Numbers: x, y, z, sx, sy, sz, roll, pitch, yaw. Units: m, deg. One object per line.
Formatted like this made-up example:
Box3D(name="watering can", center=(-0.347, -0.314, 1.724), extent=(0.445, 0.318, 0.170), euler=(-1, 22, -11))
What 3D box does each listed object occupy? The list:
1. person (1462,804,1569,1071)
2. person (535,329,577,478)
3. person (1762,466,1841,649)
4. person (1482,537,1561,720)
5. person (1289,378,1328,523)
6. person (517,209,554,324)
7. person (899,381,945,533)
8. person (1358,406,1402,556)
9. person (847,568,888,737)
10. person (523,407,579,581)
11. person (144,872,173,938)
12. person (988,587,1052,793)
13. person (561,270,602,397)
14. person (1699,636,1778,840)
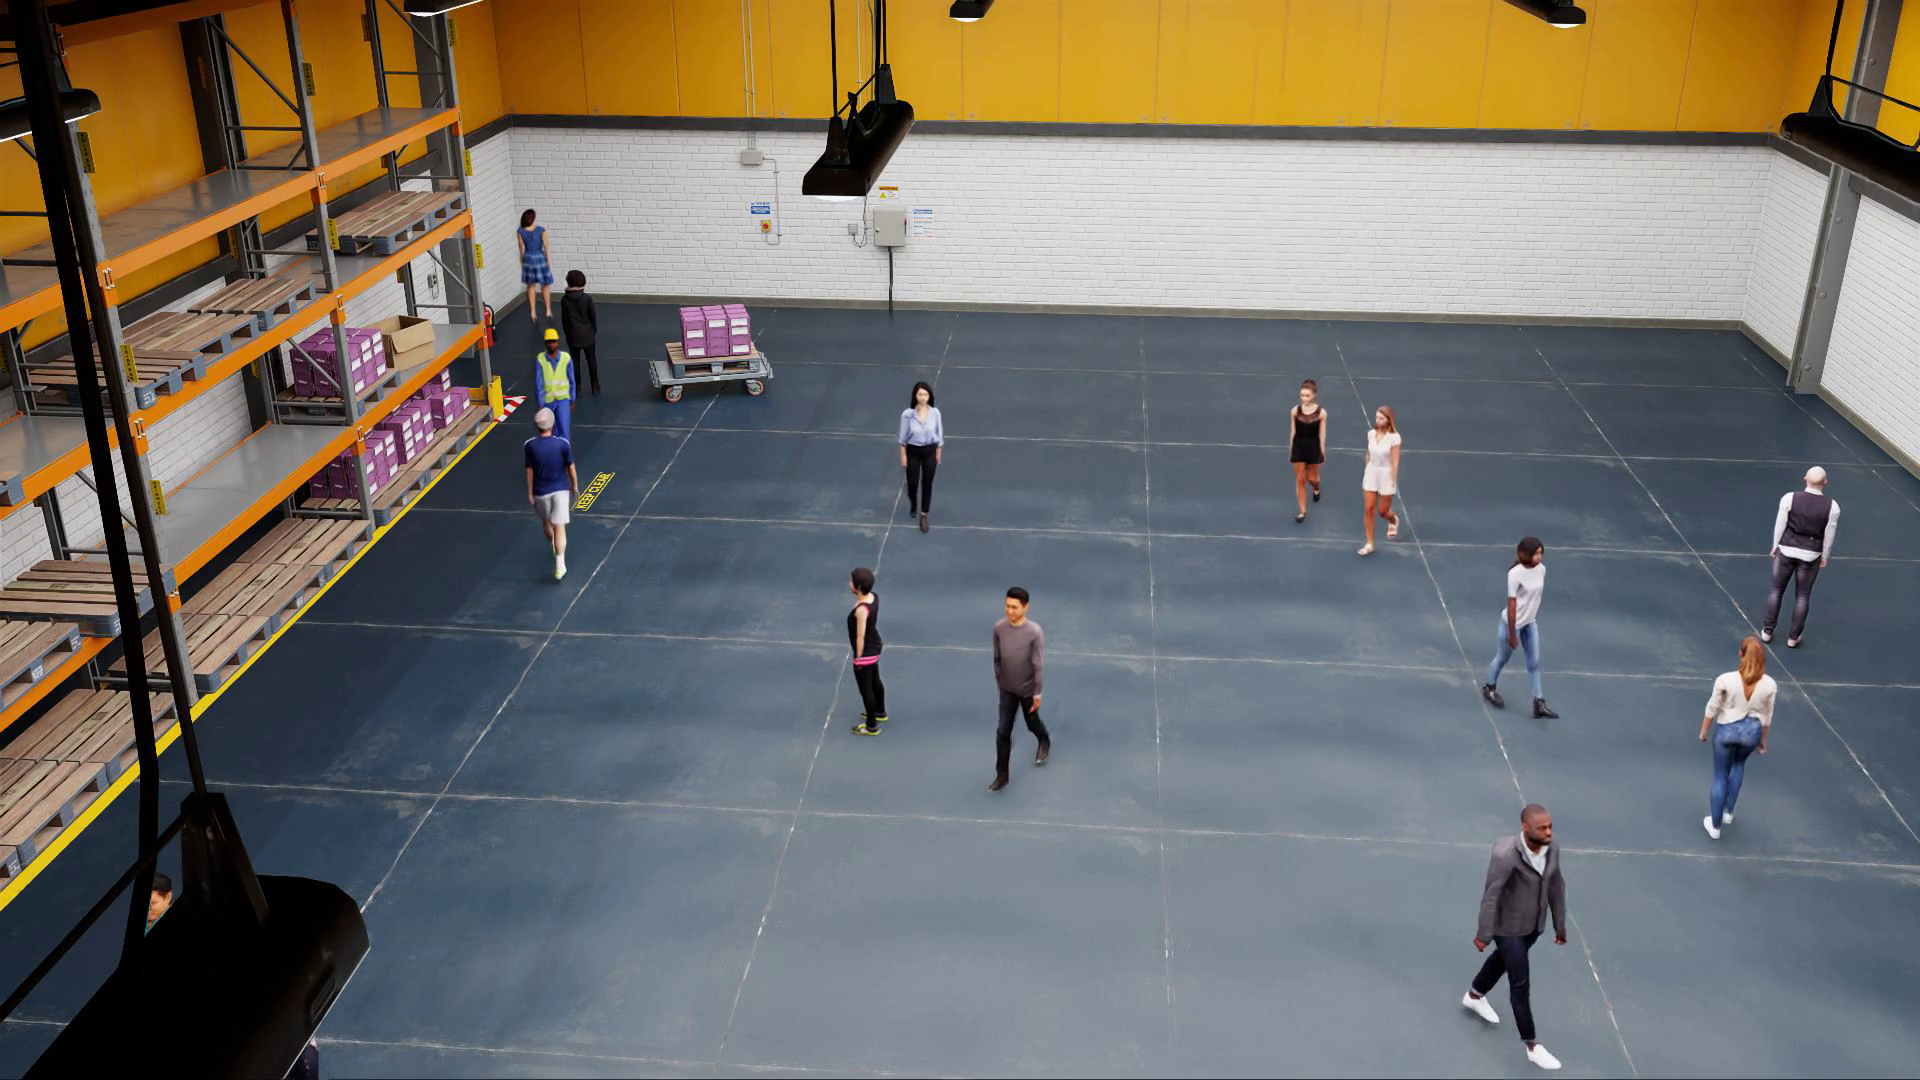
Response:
Box3D(name="person", center=(3.563, 2.468, 10.821), extent=(1.126, 1.767, 1.264), euler=(-13, 27, -27))
Box3D(name="person", center=(-4.973, -1.720, 20.376), extent=(0.912, 1.789, 1.249), euler=(-5, 24, -12))
Box3D(name="person", center=(8.083, 0.154, 16.047), extent=(0.750, 1.821, 0.713), euler=(10, 26, 22))
Box3D(name="person", center=(4.930, 0.742, 14.868), extent=(0.964, 1.689, 1.124), euler=(-12, 26, -26))
Box3D(name="person", center=(3.975, -1.048, 18.993), extent=(0.745, 1.665, 0.911), euler=(9, 25, 20))
Box3D(name="person", center=(-6.740, -4.347, 26.365), extent=(0.690, 1.806, 0.674), euler=(-1, 24, -3))
Box3D(name="person", center=(-0.447, -0.963, 18.708), extent=(0.760, 1.738, 0.801), euler=(-4, 24, -9))
Box3D(name="person", center=(4.620, -0.668, 18.106), extent=(0.867, 1.680, 0.962), euler=(21, 31, 40))
Box3D(name="person", center=(-0.806, 0.954, 14.558), extent=(0.622, 1.549, 0.491), euler=(6, 24, 14))
Box3D(name="person", center=(-4.296, -0.454, 17.488), extent=(0.859, 1.782, 1.231), euler=(-4, 24, -9))
Box3D(name="person", center=(-4.751, 2.762, 10.201), extent=(0.685, 1.725, 1.181), euler=(0, 24, 1))
Box3D(name="person", center=(0.551, 1.195, 13.774), extent=(1.215, 1.735, 0.939), euler=(3, 24, 6))
Box3D(name="person", center=(-5.249, -2.868, 23.012), extent=(0.686, 1.781, 0.690), euler=(-4, 24, -10))
Box3D(name="person", center=(6.056, 1.579, 12.932), extent=(0.651, 1.707, 0.658), euler=(4, 24, 10))
